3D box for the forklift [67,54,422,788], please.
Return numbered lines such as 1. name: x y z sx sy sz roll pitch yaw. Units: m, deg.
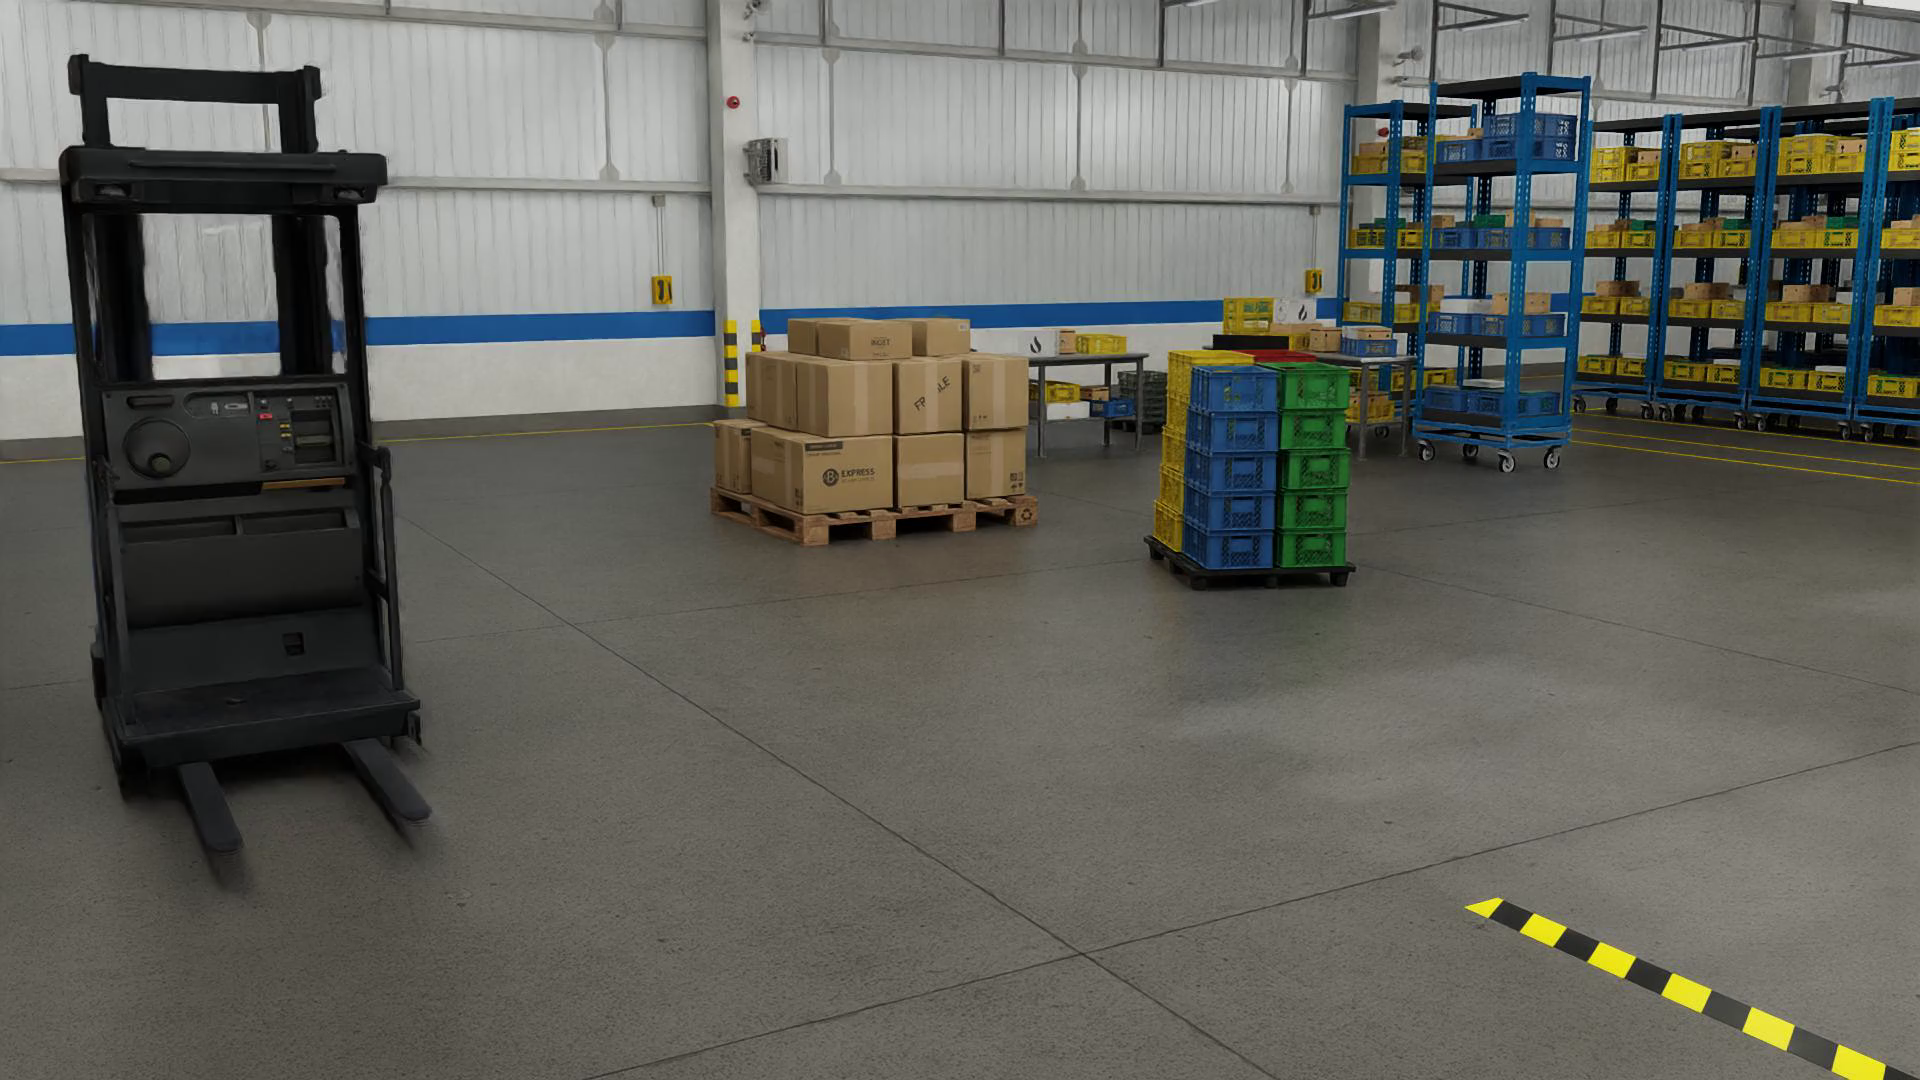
1. forklift: -3.159 -0.606 7.103 1.129 2.768 1.873 -6 12 -30
